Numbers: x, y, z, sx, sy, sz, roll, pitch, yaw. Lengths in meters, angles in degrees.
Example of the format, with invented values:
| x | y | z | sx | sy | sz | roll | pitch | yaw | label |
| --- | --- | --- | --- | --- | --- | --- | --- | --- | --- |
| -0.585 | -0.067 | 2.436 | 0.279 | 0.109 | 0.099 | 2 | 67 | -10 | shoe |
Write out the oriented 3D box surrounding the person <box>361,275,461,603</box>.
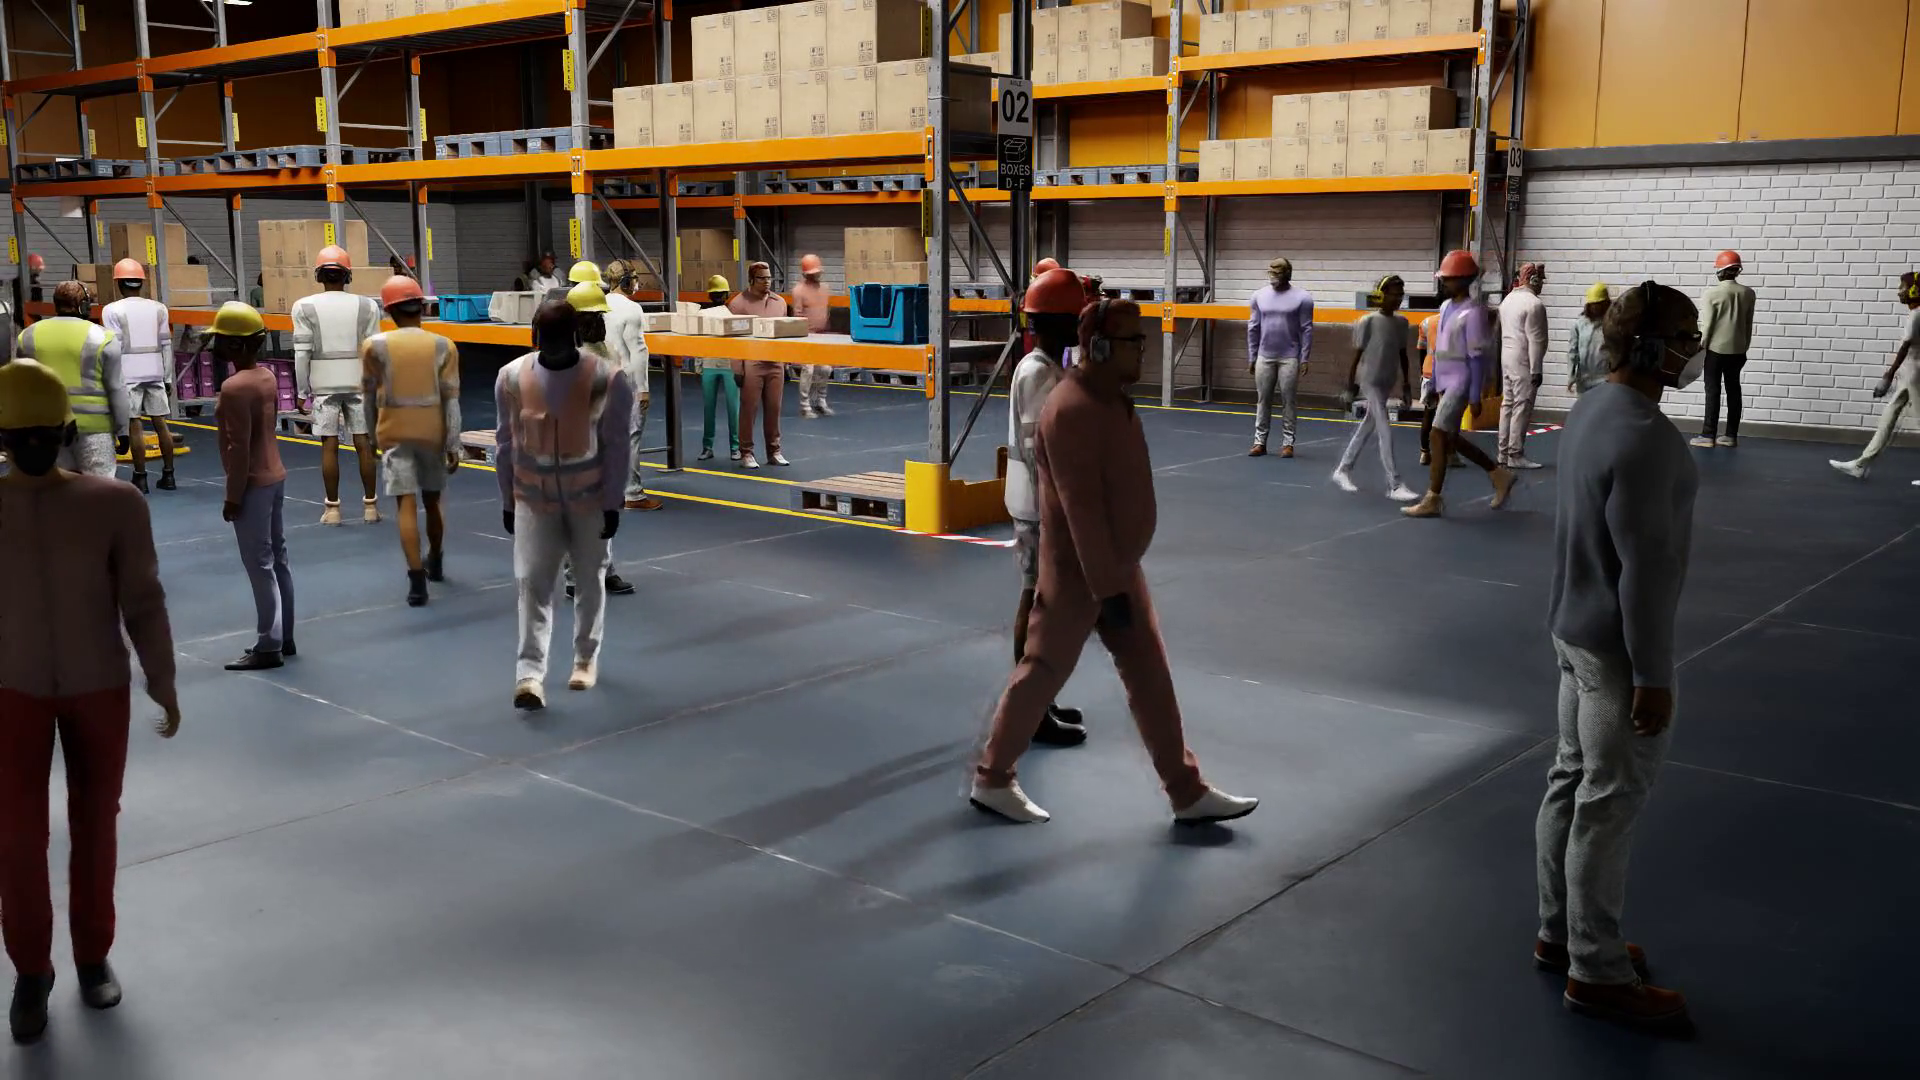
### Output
| x | y | z | sx | sy | sz | roll | pitch | yaw | label |
| --- | --- | --- | --- | --- | --- | --- | --- | --- | --- |
| -3.198 | -0.603 | 9.738 | 0.533 | 1.873 | 0.992 | -5 | 11 | -26 | person |

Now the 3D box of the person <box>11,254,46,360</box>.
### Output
| x | y | z | sx | sy | sz | roll | pitch | yaw | label |
| --- | --- | --- | --- | --- | --- | --- | --- | --- | --- |
| -13.524 | -3.159 | 24.053 | 0.620 | 1.946 | 0.986 | 4 | 11 | 20 | person |

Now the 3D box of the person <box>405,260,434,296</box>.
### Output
| x | y | z | sx | sy | sz | roll | pitch | yaw | label |
| --- | --- | --- | --- | --- | --- | --- | --- | --- | --- |
| -7.885 | -3.109 | 24.011 | 0.592 | 1.862 | 1.030 | -3 | 10 | -15 | person |

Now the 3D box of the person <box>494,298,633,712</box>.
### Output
| x | y | z | sx | sy | sz | roll | pitch | yaw | label |
| --- | --- | --- | --- | --- | --- | --- | --- | --- | --- |
| -1.752 | -0.148 | 7.319 | 0.626 | 1.794 | 0.940 | -1 | 10 | -6 | person |

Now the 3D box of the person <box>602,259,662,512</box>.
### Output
| x | y | z | sx | sy | sz | roll | pitch | yaw | label |
| --- | --- | --- | --- | --- | --- | --- | --- | --- | --- |
| -2.589 | -1.181 | 12.799 | 0.629 | 1.940 | 0.373 | 9 | 14 | 43 | person |

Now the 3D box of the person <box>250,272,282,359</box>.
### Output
| x | y | z | sx | sy | sz | roll | pitch | yaw | label |
| --- | --- | --- | --- | --- | --- | --- | --- | --- | --- |
| -11.471 | -3.621 | 27.556 | 0.501 | 1.633 | 0.285 | -1 | 10 | -7 | person |

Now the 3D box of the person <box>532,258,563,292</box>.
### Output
| x | y | z | sx | sy | sz | roll | pitch | yaw | label |
| --- | --- | --- | --- | --- | --- | --- | --- | --- | --- |
| -6.664 | -3.619 | 26.889 | 0.600 | 1.866 | 0.593 | 7 | 12 | 36 | person |

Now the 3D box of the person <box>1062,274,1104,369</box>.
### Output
| x | y | z | sx | sy | sz | roll | pitch | yaw | label |
| --- | --- | --- | --- | --- | --- | --- | --- | --- | --- |
| 0.793 | -0.811 | 10.939 | 0.378 | 1.848 | 0.569 | 0 | 10 | 0 | person |

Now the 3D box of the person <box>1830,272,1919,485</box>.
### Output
| x | y | z | sx | sy | sz | roll | pitch | yaw | label |
| --- | --- | --- | --- | --- | --- | --- | --- | --- | --- |
| 8.063 | -1.372 | 14.240 | 0.988 | 1.816 | 0.531 | 6 | 12 | 32 | person |

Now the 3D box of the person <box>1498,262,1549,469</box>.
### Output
| x | y | z | sx | sy | sz | roll | pitch | yaw | label |
| --- | --- | --- | --- | --- | --- | --- | --- | --- | --- |
| 5.210 | -1.606 | 15.346 | 0.398 | 1.897 | 0.646 | -1 | 10 | -7 | person |

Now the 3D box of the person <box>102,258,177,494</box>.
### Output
| x | y | z | sx | sy | sz | roll | pitch | yaw | label |
| --- | --- | --- | --- | --- | --- | --- | --- | --- | --- |
| -6.808 | -1.352 | 13.771 | 0.375 | 1.935 | 0.551 | 7 | 12 | 36 | person |

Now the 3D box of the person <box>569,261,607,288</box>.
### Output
| x | y | z | sx | sy | sz | roll | pitch | yaw | label |
| --- | --- | --- | --- | --- | --- | --- | --- | --- | --- |
| -3.027 | -1.279 | 13.422 | 0.400 | 1.918 | 0.588 | -1 | 10 | -7 | person |

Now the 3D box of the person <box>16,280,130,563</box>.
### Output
| x | y | z | sx | sy | sz | roll | pitch | yaw | label |
| --- | --- | --- | --- | --- | --- | --- | --- | --- | --- |
| -5.474 | -0.694 | 10.351 | 0.634 | 1.831 | 0.429 | 0 | 10 | -1 | person |

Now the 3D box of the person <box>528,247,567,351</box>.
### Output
| x | y | z | sx | sy | sz | roll | pitch | yaw | label |
| --- | --- | --- | --- | --- | --- | --- | --- | --- | --- |
| -7.270 | -4.173 | 29.541 | 0.686 | 2.000 | 0.535 | 1 | 10 | 6 | person |

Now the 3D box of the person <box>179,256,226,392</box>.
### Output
| x | y | z | sx | sy | sz | roll | pitch | yaw | label |
| --- | --- | --- | --- | --- | --- | --- | --- | --- | --- |
| -10.575 | -2.968 | 23.071 | 1.023 | 1.915 | 0.609 | 6 | 12 | 30 | person |

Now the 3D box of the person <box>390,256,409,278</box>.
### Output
| x | y | z | sx | sy | sz | roll | pitch | yaw | label |
| --- | --- | --- | --- | --- | --- | --- | --- | --- | --- |
| -8.723 | -3.487 | 25.981 | 0.595 | 1.917 | 0.373 | 2 | 10 | 11 | person |

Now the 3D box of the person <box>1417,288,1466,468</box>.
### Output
| x | y | z | sx | sy | sz | roll | pitch | yaw | label |
| --- | --- | --- | --- | --- | --- | --- | --- | --- | --- |
| 4.483 | -1.516 | 15.389 | 0.316 | 1.697 | 0.542 | -9 | 13 | -41 | person |

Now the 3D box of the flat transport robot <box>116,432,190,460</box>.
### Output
| x | y | z | sx | sy | sz | roll | pitch | yaw | label |
| --- | --- | --- | --- | --- | --- | --- | --- | --- | --- |
| -8.268 | -0.939 | 16.161 | 1.431 | 0.197 | 0.652 | 5 | 11 | 24 | flat transport robot |

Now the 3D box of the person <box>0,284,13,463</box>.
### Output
| x | y | z | sx | sy | sz | roll | pitch | yaw | label |
| --- | --- | --- | --- | --- | --- | --- | --- | --- | --- |
| -9.153 | -1.656 | 15.763 | 0.350 | 1.846 | 0.506 | 2 | 10 | 13 | person |

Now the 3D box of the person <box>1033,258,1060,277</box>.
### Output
| x | y | z | sx | sy | sz | roll | pitch | yaw | label |
| --- | --- | --- | --- | --- | --- | --- | --- | --- | --- |
| 0.781 | -1.646 | 15.474 | 0.385 | 1.928 | 0.547 | 9 | 13 | 41 | person |

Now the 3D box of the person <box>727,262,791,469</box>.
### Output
| x | y | z | sx | sy | sz | roll | pitch | yaw | label |
| --- | --- | --- | --- | --- | --- | --- | --- | --- | --- |
| -1.825 | -1.607 | 15.353 | 0.636 | 1.900 | 0.402 | -9 | 13 | -42 | person |

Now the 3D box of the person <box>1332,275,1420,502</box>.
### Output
| x | y | z | sx | sy | sz | roll | pitch | yaw | label |
| --- | --- | --- | --- | --- | --- | --- | --- | --- | --- |
| 3.408 | -1.249 | 13.594 | 0.515 | 1.823 | 1.031 | -6 | 12 | -31 | person |

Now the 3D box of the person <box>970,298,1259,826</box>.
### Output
| x | y | z | sx | sy | sz | roll | pitch | yaw | label |
| --- | --- | --- | --- | --- | --- | --- | --- | --- | --- |
| 0.492 | 0.102 | 5.746 | 1.013 | 1.853 | 0.645 | 5 | 11 | 24 | person |

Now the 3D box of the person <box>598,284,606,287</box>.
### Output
| x | y | z | sx | sy | sz | roll | pitch | yaw | label |
| --- | --- | --- | --- | --- | --- | --- | --- | --- | --- |
| -5.177 | -2.929 | 23.111 | 0.712 | 1.804 | 0.627 | 8 | 13 | 37 | person |

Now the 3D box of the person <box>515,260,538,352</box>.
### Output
| x | y | z | sx | sy | sz | roll | pitch | yaw | label |
| --- | --- | --- | --- | --- | --- | --- | --- | --- | --- |
| -7.691 | -4.148 | 30.091 | 0.686 | 1.801 | 0.659 | 8 | 13 | 38 | person |

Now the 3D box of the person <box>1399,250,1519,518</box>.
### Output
| x | y | z | sx | sy | sz | roll | pitch | yaw | label |
| --- | --- | --- | --- | --- | --- | --- | --- | --- | --- |
| 3.799 | -1.162 | 12.492 | 0.885 | 2.014 | 0.613 | -1 | 10 | -3 | person |

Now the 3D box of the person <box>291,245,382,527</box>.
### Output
| x | y | z | sx | sy | sz | roll | pitch | yaw | label |
| --- | --- | --- | --- | --- | --- | --- | --- | --- | --- |
| -4.519 | -1.115 | 12.124 | 0.615 | 2.041 | 0.384 | -5 | 11 | -27 | person |

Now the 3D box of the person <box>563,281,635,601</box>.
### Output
| x | y | z | sx | sy | sz | roll | pitch | yaw | label |
| --- | --- | --- | --- | --- | --- | --- | --- | --- | --- |
| -2.119 | -0.562 | 9.571 | 0.404 | 1.833 | 0.590 | 5 | 11 | 25 | person |

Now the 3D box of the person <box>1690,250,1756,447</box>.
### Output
| x | y | z | sx | sy | sz | roll | pitch | yaw | label |
| --- | --- | --- | --- | --- | --- | --- | --- | --- | --- |
| 7.776 | -1.939 | 16.950 | 0.612 | 1.995 | 0.376 | -3 | 10 | -15 | person |

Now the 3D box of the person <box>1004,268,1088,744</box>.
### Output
| x | y | z | sx | sy | sz | roll | pitch | yaw | label |
| --- | --- | --- | --- | --- | --- | --- | --- | --- | --- |
| 0.374 | -0.141 | 6.874 | 0.374 | 1.939 | 0.545 | 1 | 10 | 5 | person |

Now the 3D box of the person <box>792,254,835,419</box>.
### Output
| x | y | z | sx | sy | sz | roll | pitch | yaw | label |
| --- | --- | --- | --- | --- | --- | --- | --- | --- | --- |
| -1.749 | -2.391 | 19.651 | 0.551 | 1.947 | 0.643 | 10 | 14 | 43 | person |

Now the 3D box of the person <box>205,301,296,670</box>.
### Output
| x | y | z | sx | sy | sz | roll | pitch | yaw | label |
| --- | --- | --- | --- | --- | --- | --- | --- | --- | --- |
| -3.430 | -0.260 | 8.038 | 0.307 | 1.772 | 0.525 | -1 | 10 | -5 | person |

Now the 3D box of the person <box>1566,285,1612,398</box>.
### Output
| x | y | z | sx | sy | sz | roll | pitch | yaw | label |
| --- | --- | --- | --- | --- | --- | --- | --- | --- | --- |
| 5.639 | -1.412 | 14.806 | 0.491 | 1.687 | 0.903 | 7 | 12 | 36 | person |

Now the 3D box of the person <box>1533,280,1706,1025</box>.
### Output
| x | y | z | sx | sy | sz | roll | pitch | yaw | label |
| --- | --- | --- | --- | --- | --- | --- | --- | --- | --- |
| 1.753 | 0.291 | 4.413 | 0.368 | 1.939 | 0.633 | 1 | 10 | 5 | person |

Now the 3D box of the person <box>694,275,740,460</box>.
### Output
| x | y | z | sx | sy | sz | roll | pitch | yaw | label |
| --- | --- | --- | --- | --- | --- | --- | --- | --- | --- |
| -2.281 | -1.635 | 15.869 | 0.525 | 1.769 | 0.327 | 1 | 10 | 5 | person |

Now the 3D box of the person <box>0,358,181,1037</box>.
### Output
| x | y | z | sx | sy | sz | roll | pitch | yaw | label |
| --- | --- | --- | --- | --- | --- | --- | --- | --- | --- |
| -2.334 | 0.407 | 4.307 | 0.549 | 1.746 | 0.508 | -7 | 12 | -36 | person |

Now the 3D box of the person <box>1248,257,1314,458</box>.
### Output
| x | y | z | sx | sy | sz | roll | pitch | yaw | label |
| --- | --- | --- | --- | --- | --- | --- | --- | --- | --- |
| 3.094 | -1.762 | 16.110 | 0.629 | 1.937 | 0.376 | 5 | 11 | 25 | person |
